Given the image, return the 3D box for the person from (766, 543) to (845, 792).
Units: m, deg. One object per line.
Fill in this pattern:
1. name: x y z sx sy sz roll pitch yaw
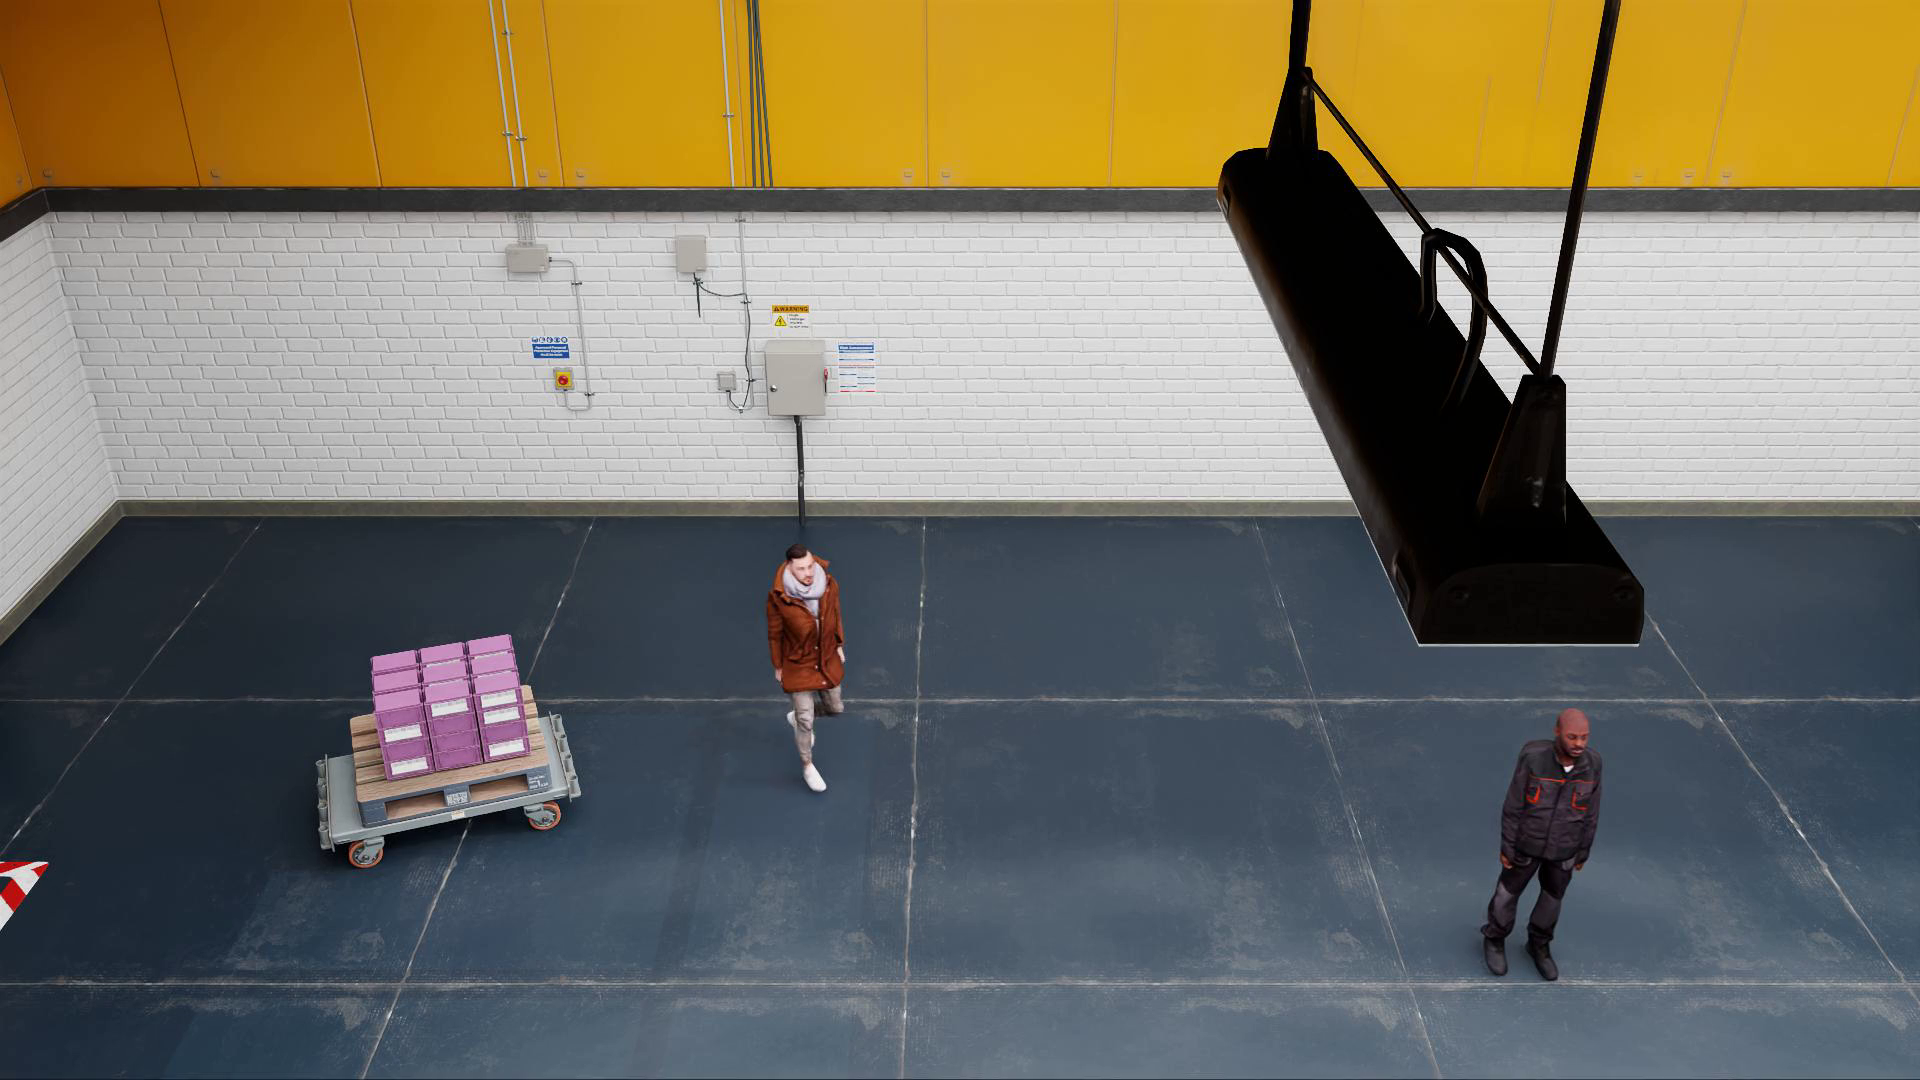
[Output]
1. person: -1.064 0.812 11.345 0.963 1.823 1.037 -20 34 -32

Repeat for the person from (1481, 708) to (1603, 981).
1. person: 3.392 1.725 9.676 0.708 1.819 0.610 3 29 5
